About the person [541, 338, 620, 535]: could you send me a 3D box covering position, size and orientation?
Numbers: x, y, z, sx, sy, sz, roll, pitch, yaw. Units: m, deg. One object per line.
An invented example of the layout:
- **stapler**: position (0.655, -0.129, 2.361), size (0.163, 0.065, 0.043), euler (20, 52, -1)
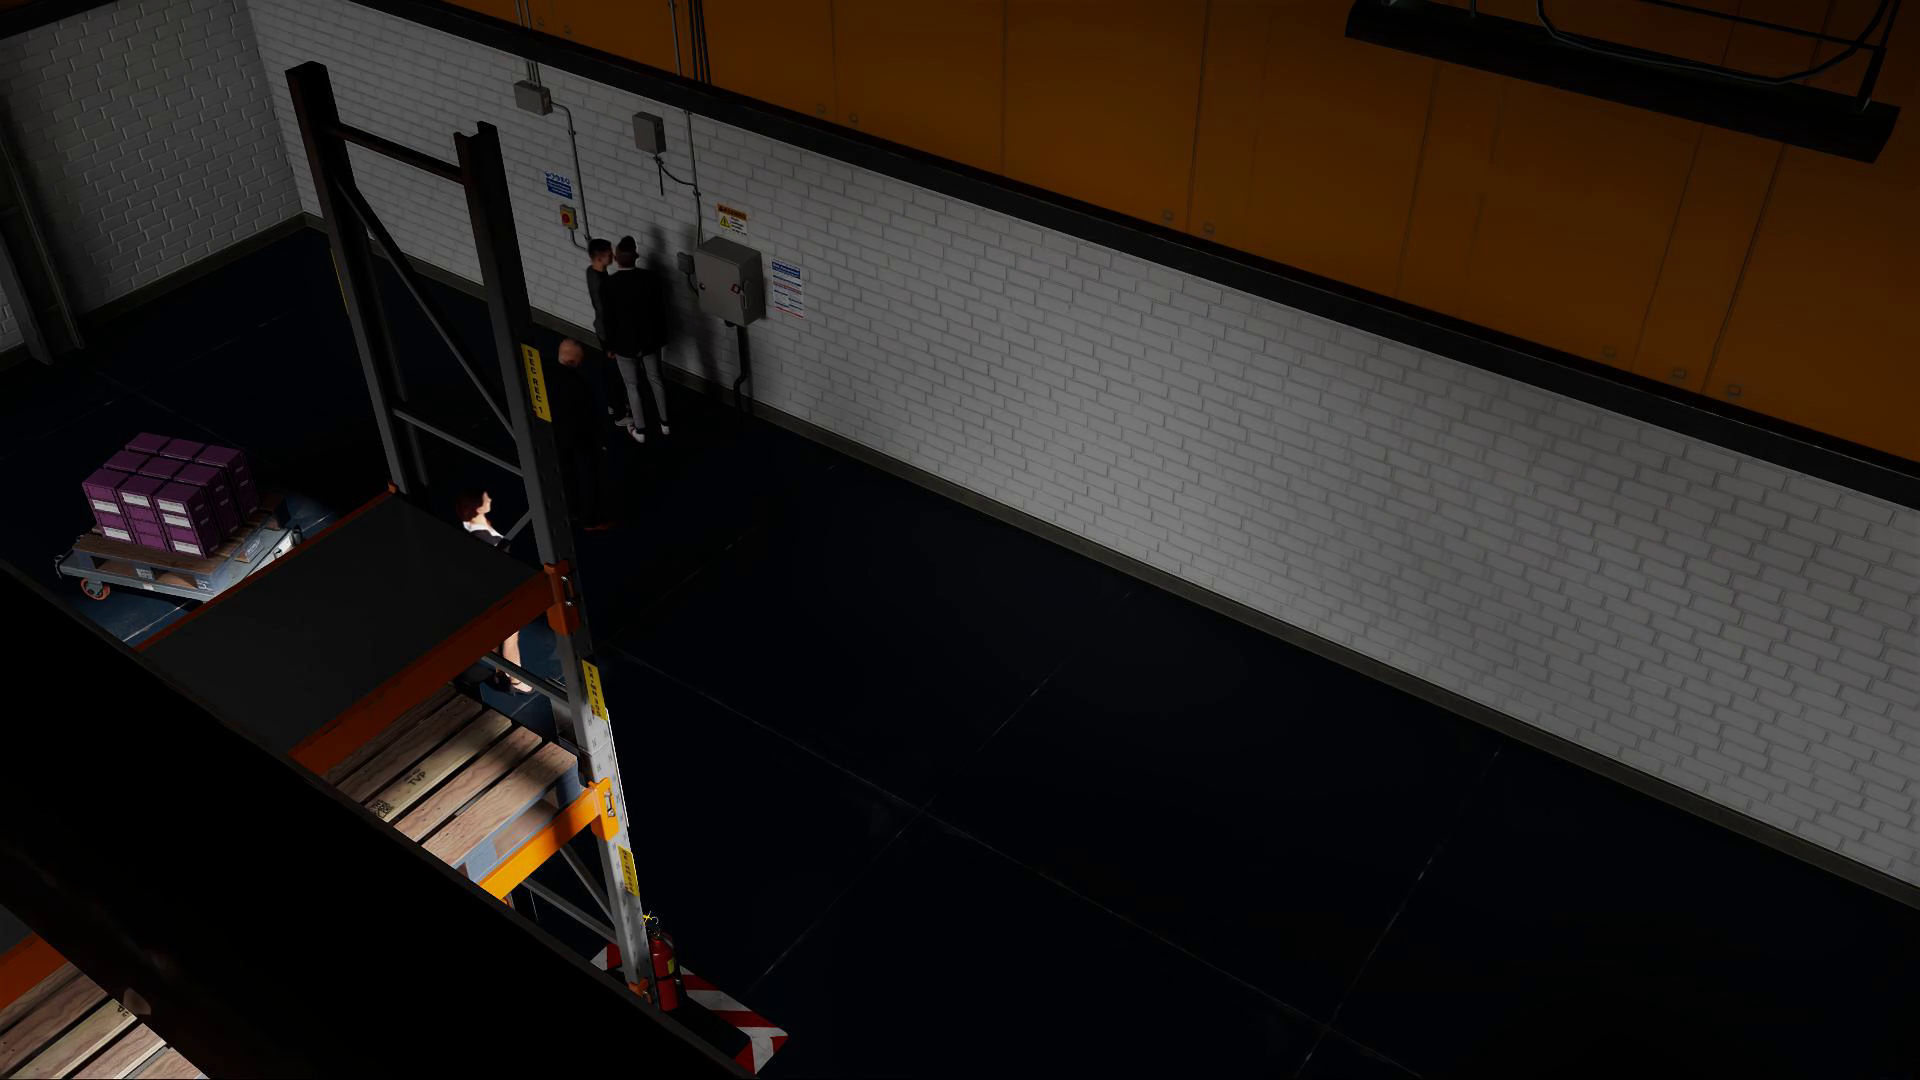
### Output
- **person**: position (-3.121, -0.861, 13.216), size (0.805, 1.766, 0.698), euler (4, 39, 5)

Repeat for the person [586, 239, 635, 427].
- **person**: position (-3.032, -1.804, 14.397), size (0.726, 1.766, 0.702), euler (-13, 40, -16)

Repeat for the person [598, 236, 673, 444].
- **person**: position (-2.749, -1.725, 14.150), size (0.711, 1.949, 0.857), euler (-18, 42, -21)

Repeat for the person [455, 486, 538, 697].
- **person**: position (-3.264, 0.371, 11.650), size (0.549, 1.795, 0.619), euler (-31, 48, -33)
